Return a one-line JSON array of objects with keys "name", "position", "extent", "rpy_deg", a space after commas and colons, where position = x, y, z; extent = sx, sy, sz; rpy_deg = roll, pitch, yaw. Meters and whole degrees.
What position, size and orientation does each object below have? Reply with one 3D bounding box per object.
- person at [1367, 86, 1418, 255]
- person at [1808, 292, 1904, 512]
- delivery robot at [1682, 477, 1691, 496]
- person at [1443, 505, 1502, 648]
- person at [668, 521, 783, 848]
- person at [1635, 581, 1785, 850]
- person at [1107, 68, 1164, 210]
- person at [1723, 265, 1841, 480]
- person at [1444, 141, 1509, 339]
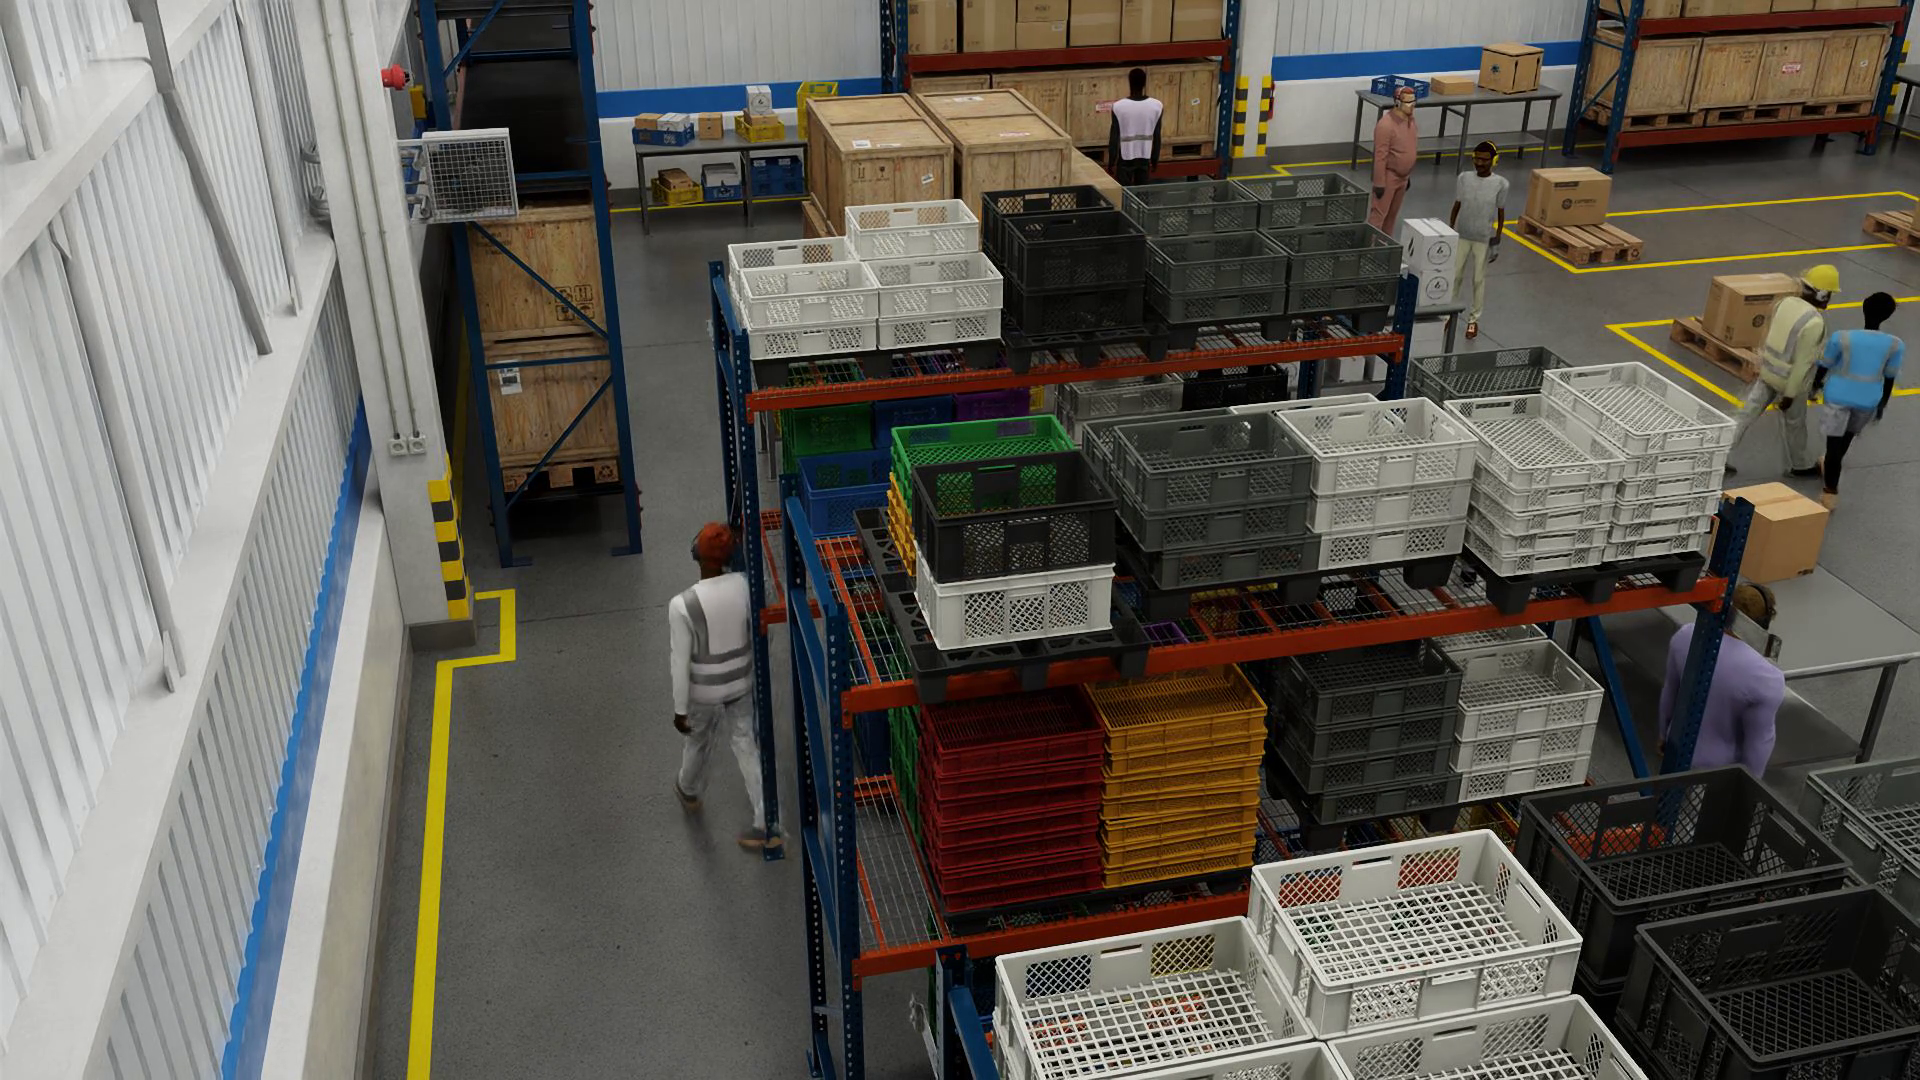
[{"name": "person", "position": [4.570, -3.806, 17.497], "extent": [0.402, 1.910, 0.639], "rpy_deg": [24, 36, 38]}, {"name": "person", "position": [6.741, -1.087, 12.607], "extent": [0.541, 1.643, 0.875], "rpy_deg": [5, 28, 10]}, {"name": "delivery robot", "position": [5.049, -0.397, 12.363], "extent": [0.707, 0.478, 0.477], "rpy_deg": [-6, 28, -12]}, {"name": "person", "position": [3.185, 0.051, 10.245], "extent": [0.429, 1.846, 0.625], "rpy_deg": [12, 30, 21]}, {"name": "person", "position": [-1.280, 0.769, 8.896], "extent": [0.603, 1.845, 0.943], "rpy_deg": [-19, 33, -32]}, {"name": "person", "position": [3.694, 1.069, 8.223], "extent": [0.358, 1.932, 0.629], "rpy_deg": [-12, 30, -22]}, {"name": "person", "position": [1.916, -4.191, 18.231], "extent": [0.596, 1.907, 0.412], "rpy_deg": [-6, 28, -12]}, {"name": "person", "position": [6.372, -1.282, 12.863], "extent": [0.970, 1.772, 0.607], "rpy_deg": [-3, 28, -5]}, {"name": "person", "position": [4.839, -2.833, 15.689], "extent": [0.531, 1.870, 0.318], "rpy_deg": [16, 32, 27]}]
